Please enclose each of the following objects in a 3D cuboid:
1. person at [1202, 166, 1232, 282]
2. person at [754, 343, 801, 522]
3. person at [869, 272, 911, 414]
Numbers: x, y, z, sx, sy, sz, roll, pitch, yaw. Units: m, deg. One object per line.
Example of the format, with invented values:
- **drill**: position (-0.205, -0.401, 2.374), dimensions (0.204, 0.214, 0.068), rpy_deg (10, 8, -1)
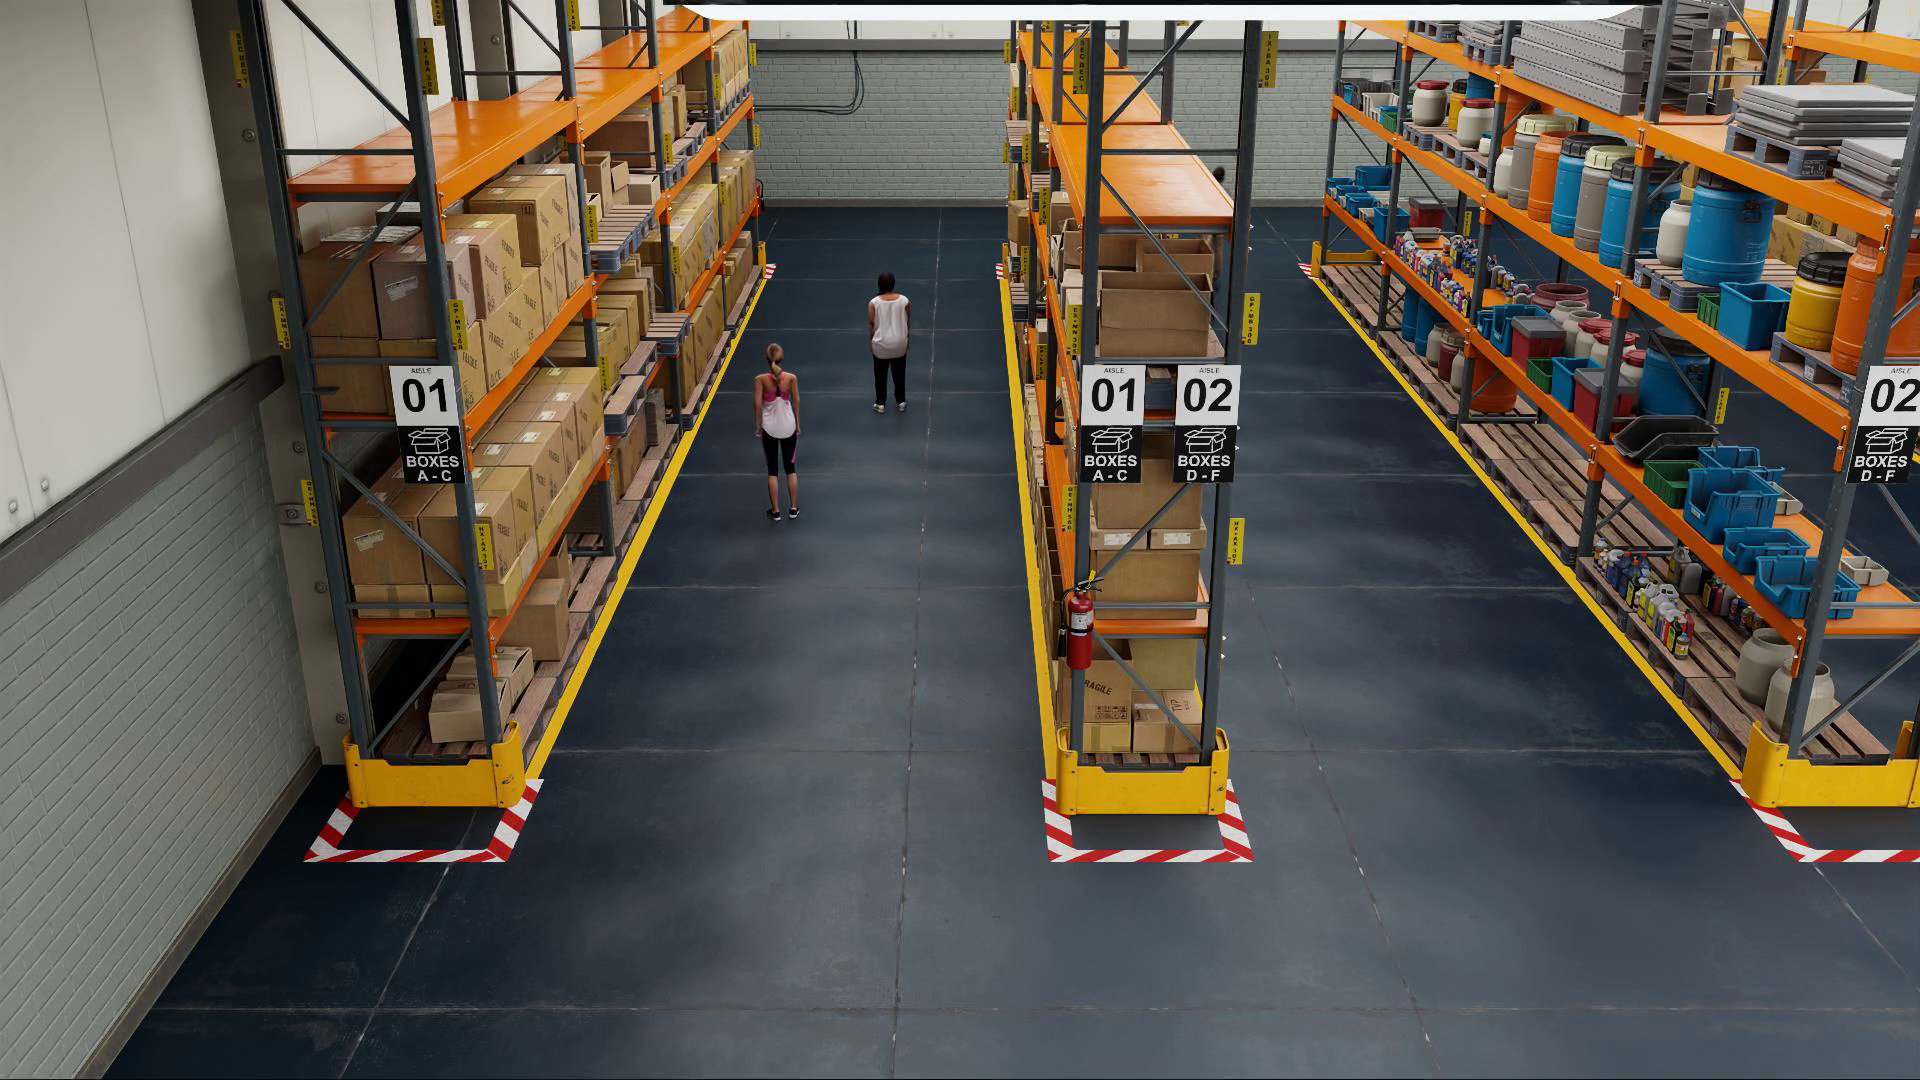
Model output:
- **person**: position (3.844, -4.712, 25.326), dimensions (0.725, 1.807, 1.189), rpy_deg (3, 22, 7)
- **person**: position (-1.798, -1.072, 16.455), dimensions (0.656, 1.787, 0.604), rpy_deg (-6, 23, -14)
- **person**: position (-0.850, -2.353, 19.719), dimensions (0.714, 1.688, 0.682), rpy_deg (-5, 23, -13)
